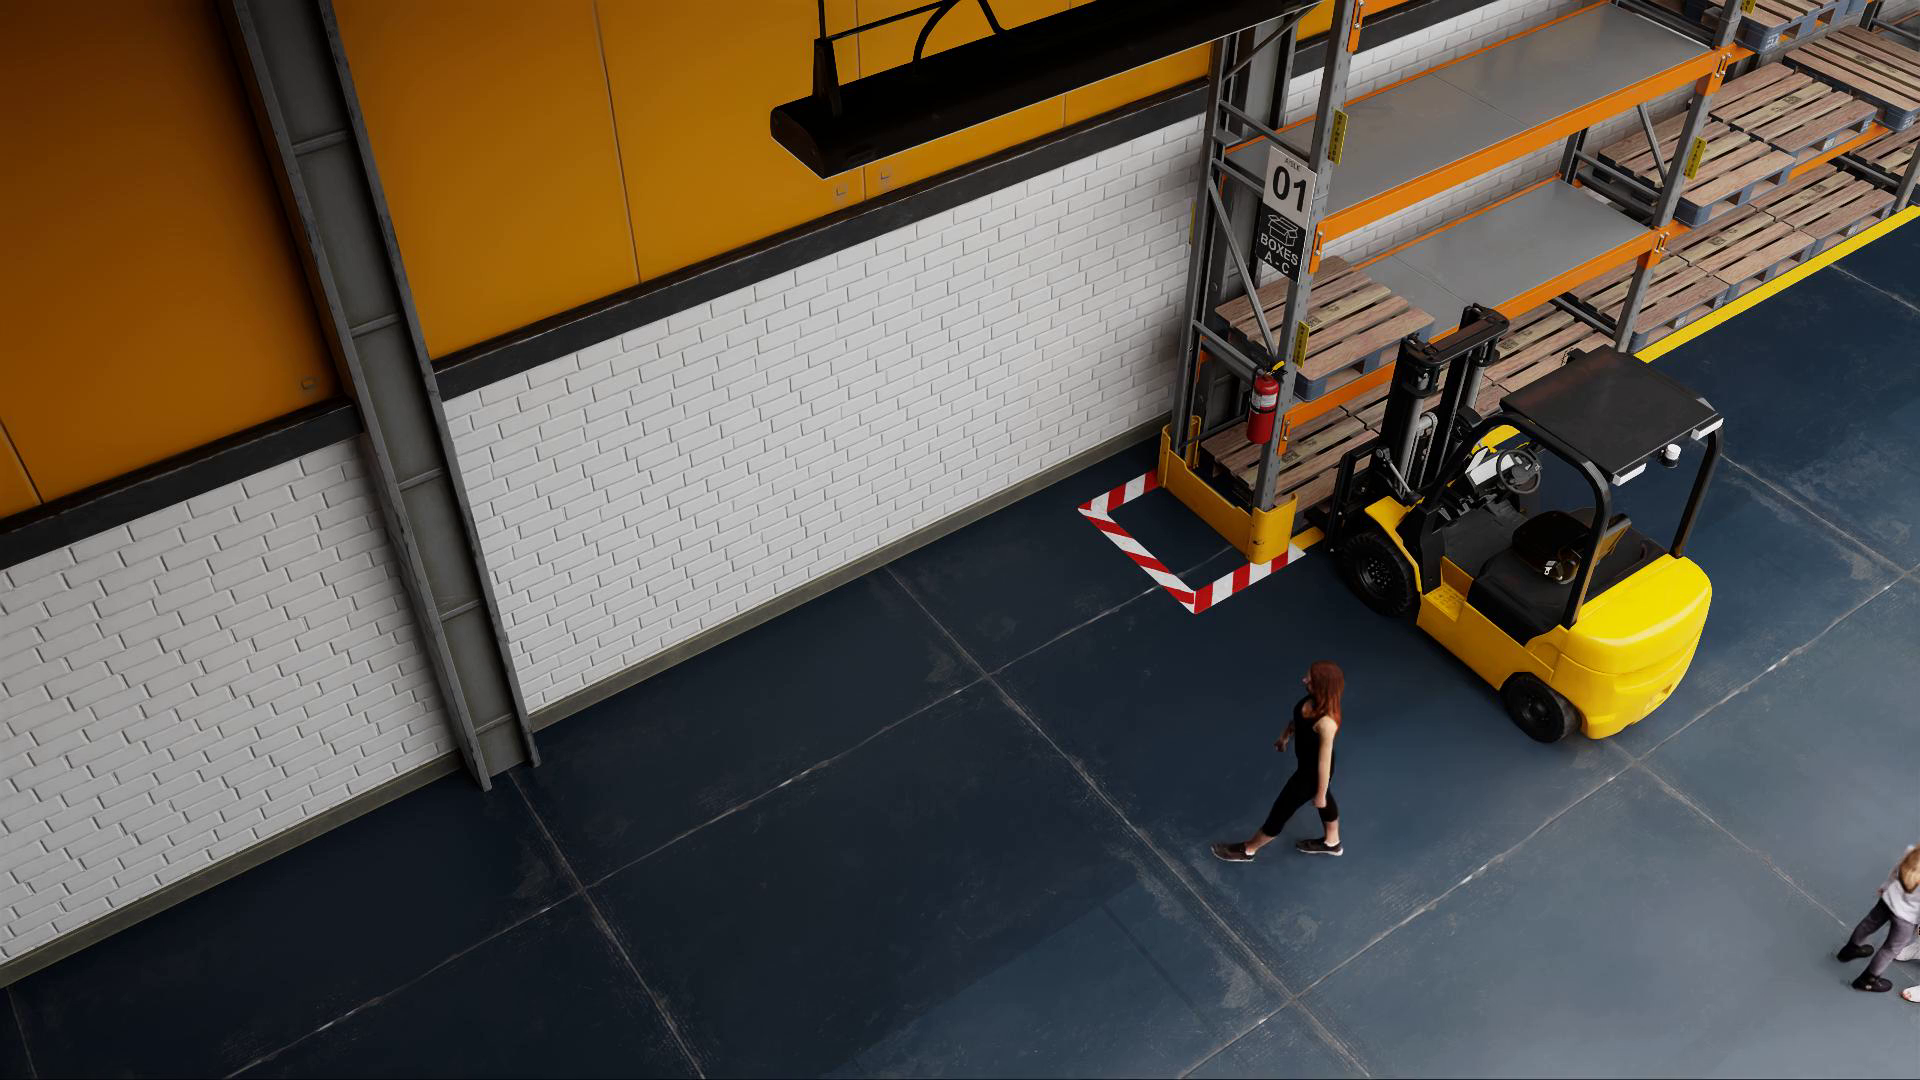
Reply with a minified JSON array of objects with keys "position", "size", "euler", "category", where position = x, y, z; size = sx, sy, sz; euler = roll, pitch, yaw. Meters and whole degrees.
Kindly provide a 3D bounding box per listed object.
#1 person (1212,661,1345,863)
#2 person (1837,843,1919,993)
[{"position":[2.129,1.323,9.603],"size":[1.116,1.695,1.020],"euler":[4,44,4],"category":"person"},{"position":[5.186,2.024,9.171],"size":[0.612,1.277,0.576],"euler":[-5,44,-5],"category":"person"}]
